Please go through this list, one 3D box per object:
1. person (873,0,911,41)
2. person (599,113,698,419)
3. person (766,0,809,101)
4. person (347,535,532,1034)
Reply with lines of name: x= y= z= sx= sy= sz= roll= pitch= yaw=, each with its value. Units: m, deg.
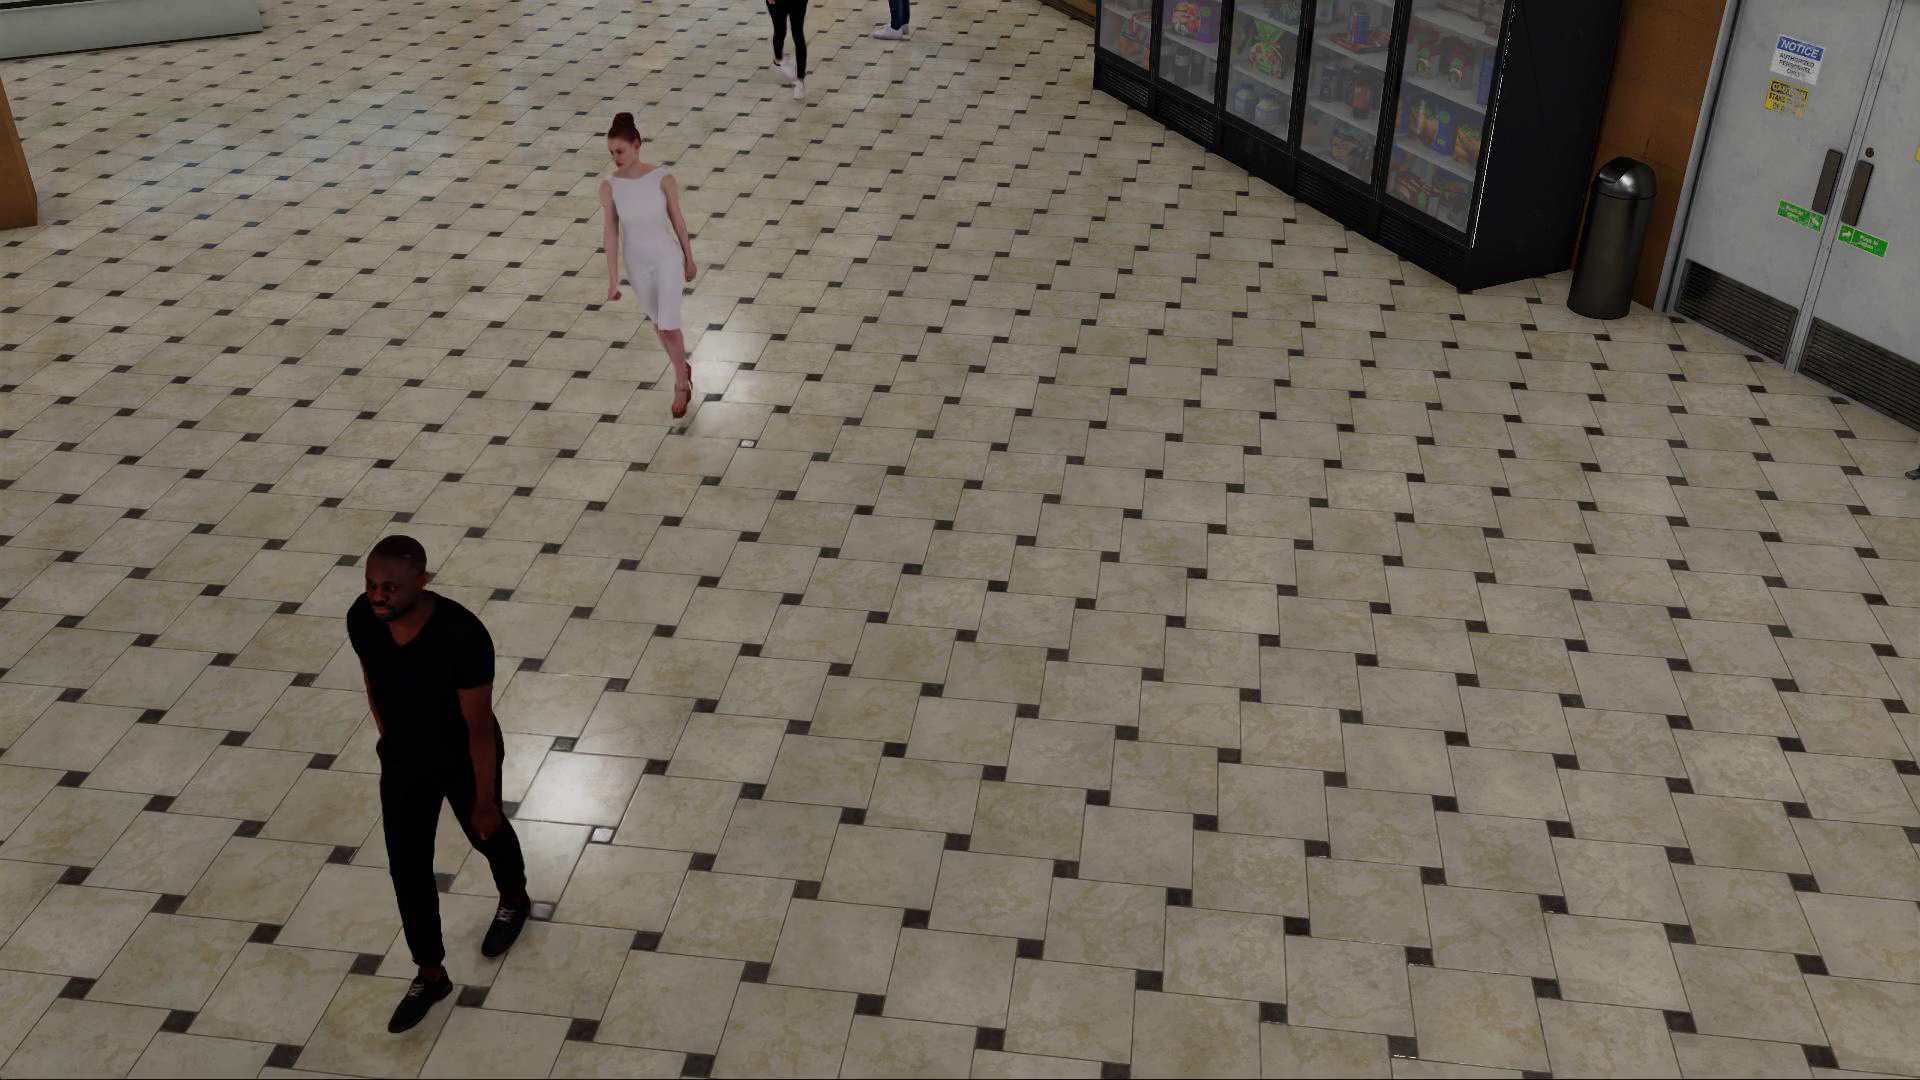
person: x=-0.634 y=-5.748 z=15.864 sx=0.838 sy=1.867 sz=0.777 roll=11 pitch=34 yaw=17
person: x=-1.639 y=-1.501 z=9.140 sx=0.783 sy=1.760 sz=0.828 roll=-3 pitch=32 yaw=-4
person: x=-1.497 y=-4.725 z=14.327 sx=1.073 sy=1.754 sz=0.893 roll=-7 pitch=33 yaw=-12
person: x=-1.676 y=0.701 z=5.573 sx=1.041 sy=1.789 sz=1.080 roll=9 pitch=33 yaw=14
